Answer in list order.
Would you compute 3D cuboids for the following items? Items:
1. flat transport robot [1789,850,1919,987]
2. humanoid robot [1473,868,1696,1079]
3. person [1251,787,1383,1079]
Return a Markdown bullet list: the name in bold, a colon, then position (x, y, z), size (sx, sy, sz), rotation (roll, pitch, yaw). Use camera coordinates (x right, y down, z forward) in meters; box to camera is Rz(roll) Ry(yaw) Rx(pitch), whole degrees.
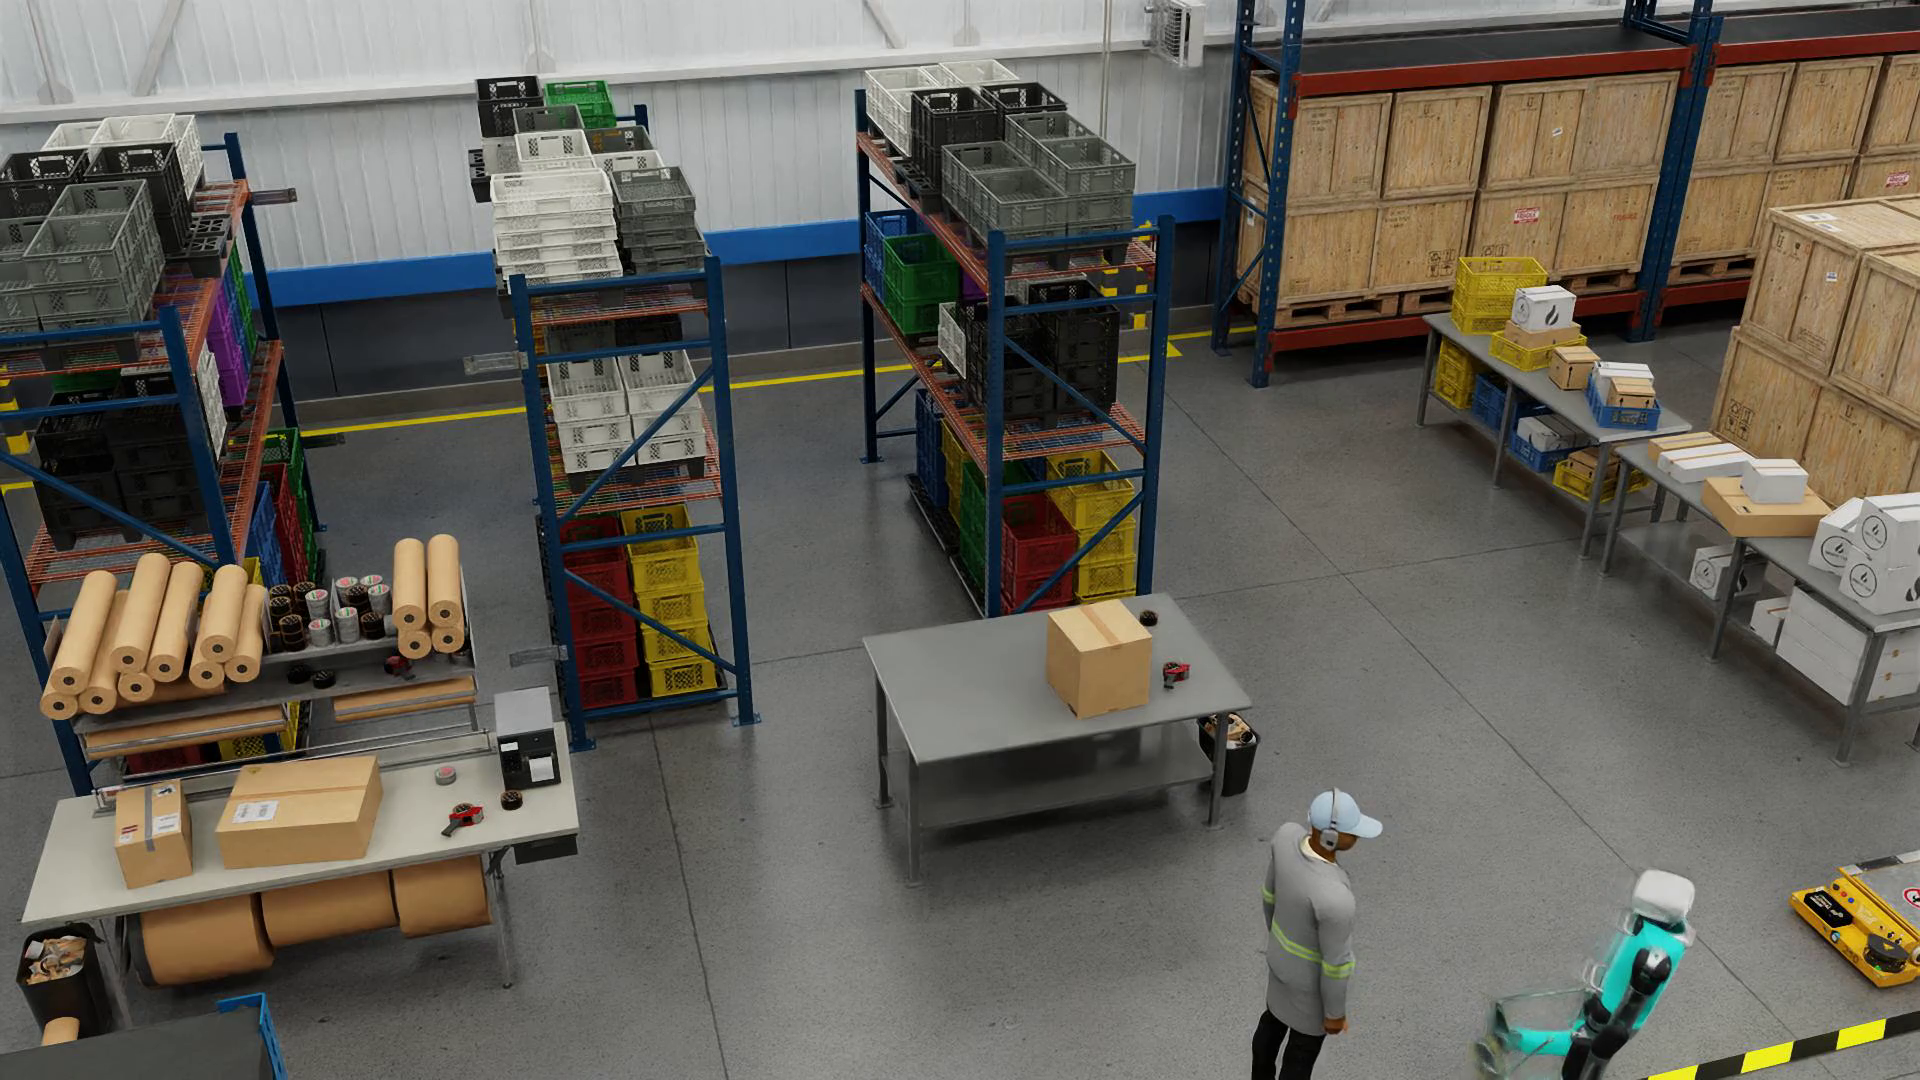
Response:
- **flat transport robot**: position (5.163, 1.916, 8.676), size (1.431, 0.231, 0.659), rotation (-8, 30, -14)
- **humanoid robot**: position (2.485, 2.041, 6.908), size (0.893, 1.743, 0.552), rotation (15, 32, 25)
- **person**: position (1.517, 1.835, 7.180), size (0.388, 1.849, 0.594), rotation (-8, 30, -15)
